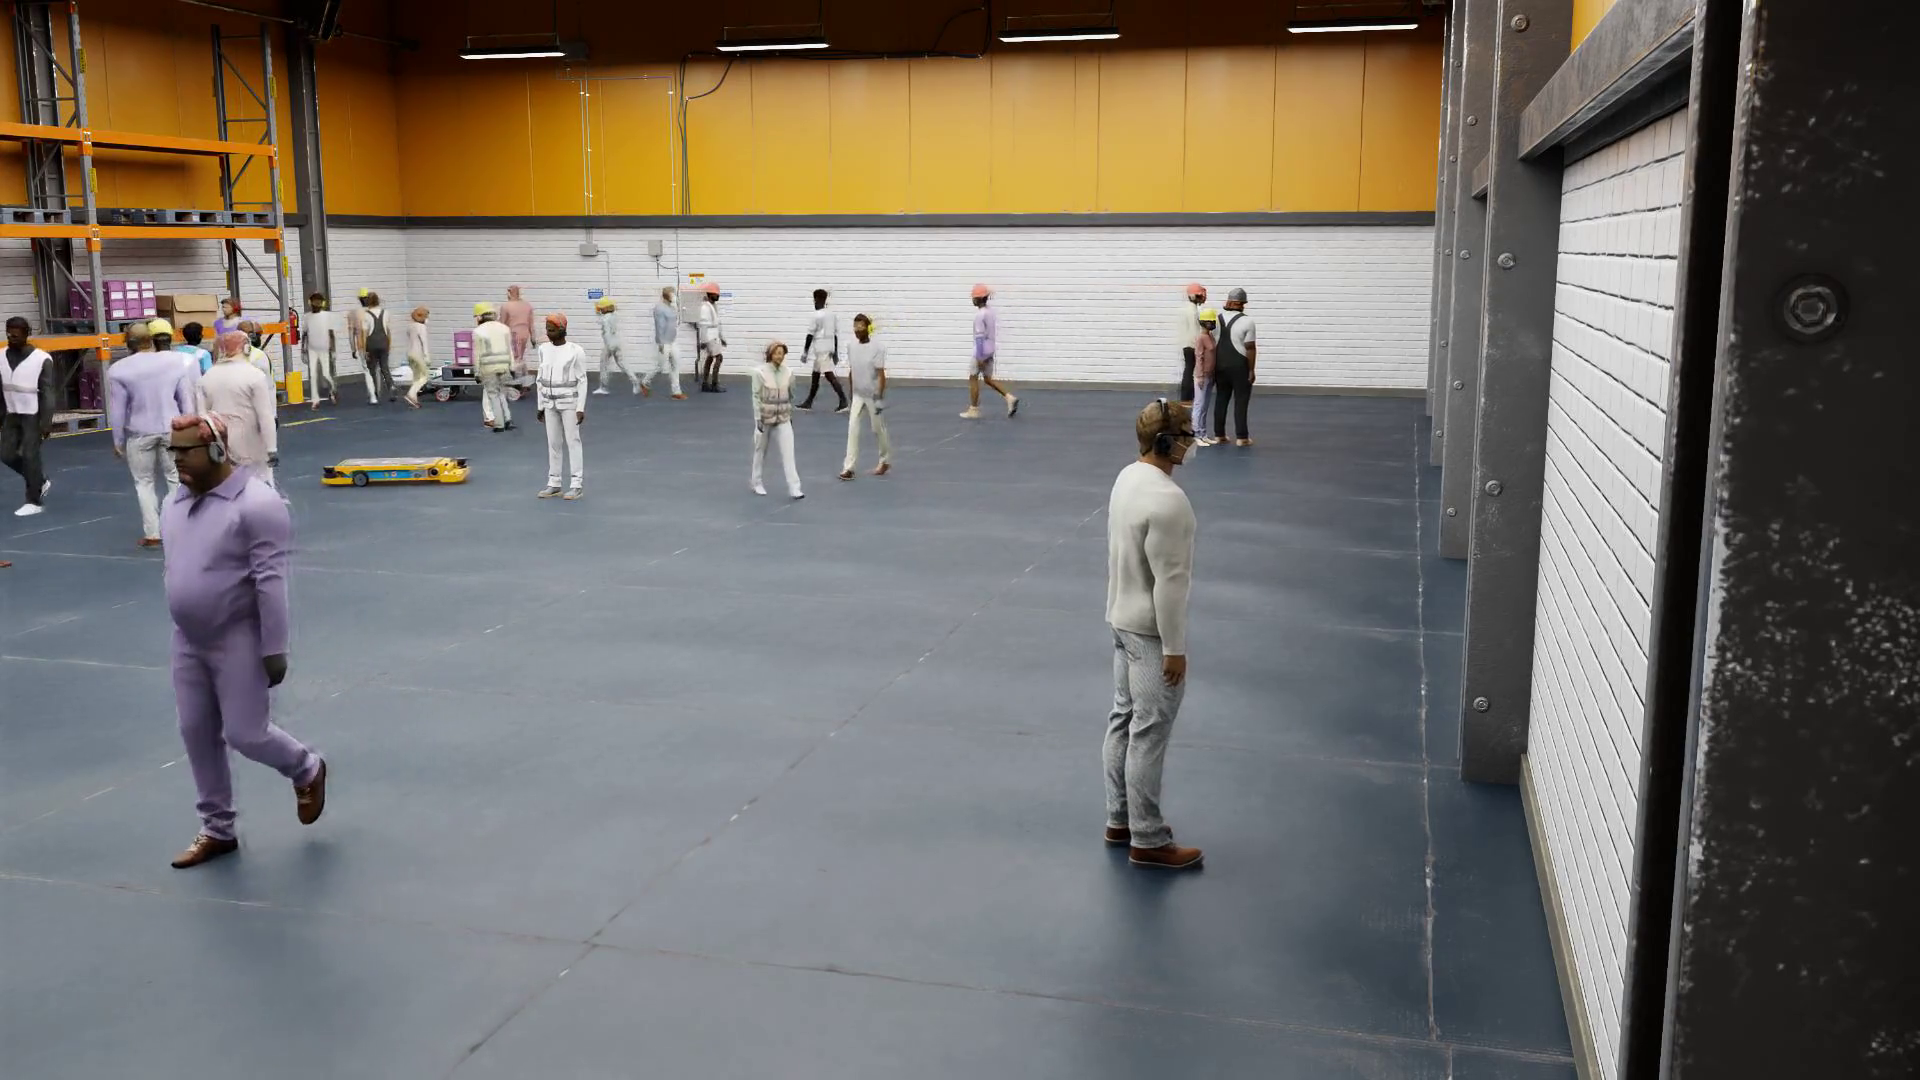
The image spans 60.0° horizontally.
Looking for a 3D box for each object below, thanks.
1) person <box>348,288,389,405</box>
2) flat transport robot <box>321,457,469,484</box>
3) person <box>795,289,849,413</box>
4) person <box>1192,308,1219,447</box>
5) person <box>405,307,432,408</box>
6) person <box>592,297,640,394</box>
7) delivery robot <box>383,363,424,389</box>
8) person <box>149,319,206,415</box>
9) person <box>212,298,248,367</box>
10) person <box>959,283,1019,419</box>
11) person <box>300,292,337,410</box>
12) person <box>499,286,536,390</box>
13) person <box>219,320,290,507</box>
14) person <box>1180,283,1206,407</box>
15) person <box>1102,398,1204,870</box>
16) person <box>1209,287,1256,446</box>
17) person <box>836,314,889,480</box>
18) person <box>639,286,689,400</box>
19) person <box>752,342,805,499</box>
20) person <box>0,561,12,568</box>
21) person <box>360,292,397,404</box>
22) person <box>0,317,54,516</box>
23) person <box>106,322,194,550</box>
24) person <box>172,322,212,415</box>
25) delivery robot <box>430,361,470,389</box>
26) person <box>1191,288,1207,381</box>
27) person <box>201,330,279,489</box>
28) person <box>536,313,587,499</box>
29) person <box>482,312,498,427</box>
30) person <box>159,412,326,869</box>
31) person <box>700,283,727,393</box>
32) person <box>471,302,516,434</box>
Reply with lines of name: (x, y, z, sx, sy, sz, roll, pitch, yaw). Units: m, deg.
person: (-9.613, -3.147, 27.044, 0.592, 1.871, 0.990, -5, 11, -26)
flat transport robot: (-6.115, -0.756, 18.042, 1.431, 0.197, 0.652, -2, 10, -9)
person: (-2.080, -2.911, 25.638, 1.035, 1.906, 0.606, 5, 11, 24)
person: (3.158, -2.087, 21.349, 0.309, 1.769, 0.525, 5, 11, 26)
person: (-8.546, -2.862, 26.172, 0.448, 1.605, 0.621, -9, 13, -41)
person: (-5.956, -3.356, 28.738, 0.855, 1.697, 0.492, 3, 10, 14)
delivery robot: (-9.547, -2.805, 28.576, 0.707, 0.478, 0.477, -3, 10, -19)
person: (-7.460, -1.143, 15.717, 0.605, 1.861, 1.018, -6, 12, -31)
person: (-10.749, -2.687, 24.656, 0.583, 1.808, 0.964, 2, 10, 13)
person: (0.423, -2.774, 24.539, 0.830, 2.018, 0.620, 5, 11, 26)
person: (-10.060, -2.964, 26.095, 0.545, 1.847, 0.530, -1, 10, -5)
person: (-7.947, -3.599, 29.694, 0.996, 1.854, 0.664, 8, 13, 37)
person: (-6.886, -1.217, 16.226, 0.621, 1.838, 0.429, 5, 11, 25)
person: (3.722, -3.070, 26.331, 0.512, 1.969, 0.622, 3, 10, 14)
person: (0.791, 0.381, 6.882, 0.371, 1.939, 0.629, -2, 10, -12)
person: (3.547, -2.240, 21.435, 0.685, 2.000, 0.536, 9, 14, 42)
person: (-1.039, -1.581, 18.333, 0.542, 1.819, 0.973, 5, 11, 27)
person: (-4.936, -3.271, 27.651, 0.819, 1.913, 0.636, 4, 11, 24)
person: (-1.899, -1.220, 16.925, 0.518, 1.594, 0.854, -6, 12, -29)
person: (-8.022, -0.643, 12.903, 0.658, 1.873, 0.916, 10, 14, 44)
person: (-9.385, -3.084, 26.810, 0.521, 1.829, 0.615, -9, 13, -40)
person: (-8.871, -1.179, 15.821, 0.638, 1.892, 0.466, 2, 10, 11)
person: (-6.797, -0.869, 14.027, 0.673, 1.922, 0.415, -9, 14, -42)
person: (-8.847, -1.679, 19.262, 0.560, 1.683, 0.373, 3, 10, 17)
delivery robot: (-8.882, -2.863, 28.900, 0.477, 0.478, 0.707, 9, 13, 42)
person: (3.951, -3.295, 27.851, 0.357, 1.884, 0.574, -1, 10, -8)
person: (-5.899, -0.760, 13.529, 0.692, 1.875, 0.654, 4, 11, 20)
person: (-4.041, -1.351, 16.840, 0.573, 1.886, 0.353, 4, 11, 23)
person: (-6.668, -2.428, 23.652, 0.286, 1.633, 0.497, 0, 10, -2)
person: (-3.038, 0.396, 6.950, 0.651, 1.883, 0.591, 4, 11, 21)
person: (-4.281, -3.524, 29.082, 0.666, 1.912, 0.553, 1, 10, 7)
person: (-6.372, -2.323, 22.611, 0.477, 1.796, 0.627, 7, 12, 36)
